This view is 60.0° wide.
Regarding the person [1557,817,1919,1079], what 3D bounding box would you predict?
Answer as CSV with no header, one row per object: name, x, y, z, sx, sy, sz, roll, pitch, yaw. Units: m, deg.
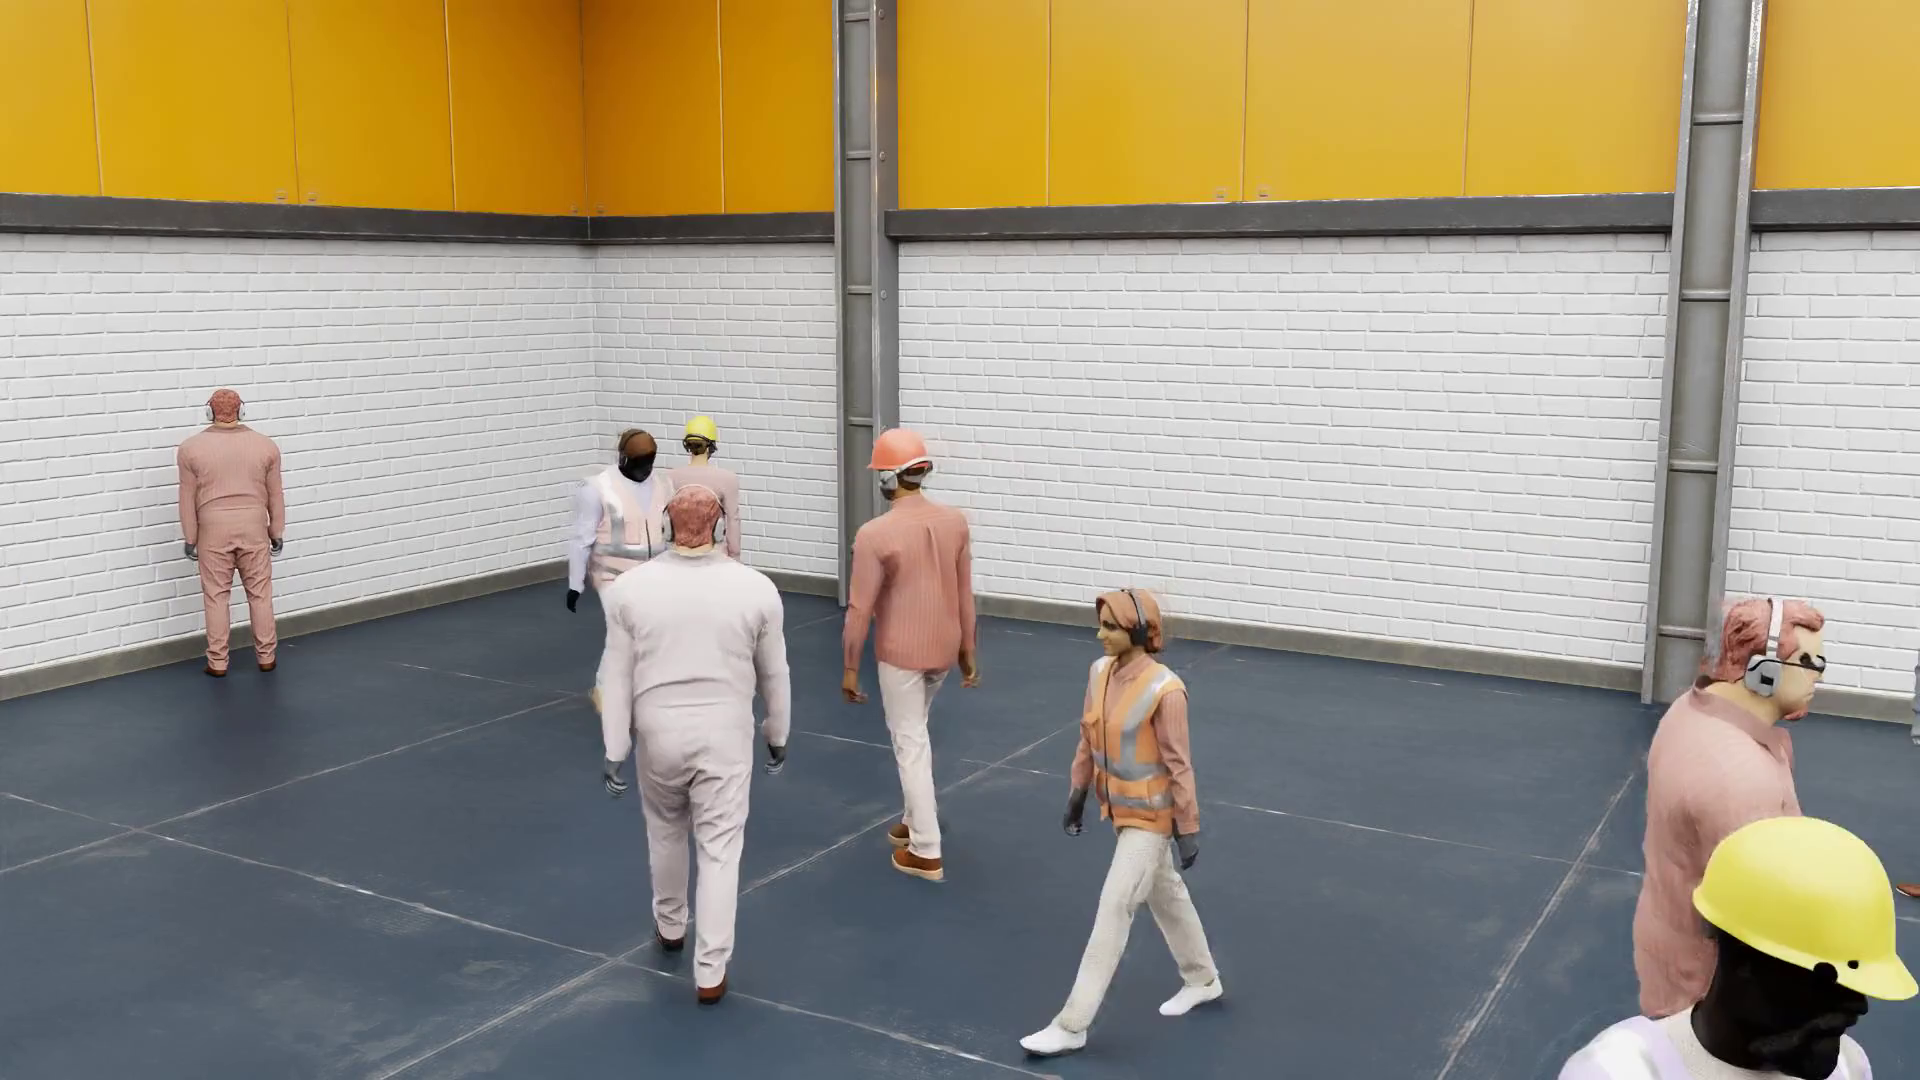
person,1.071,1.308,2.473,0.611,1.902,0.499,-4,10,-22

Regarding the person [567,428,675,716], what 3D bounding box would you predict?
person,-1.961,0.224,9.677,0.989,1.775,0.684,8,12,42

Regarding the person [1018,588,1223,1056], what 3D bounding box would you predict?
person,0.595,0.945,5.733,0.873,1.588,0.535,-4,10,-23

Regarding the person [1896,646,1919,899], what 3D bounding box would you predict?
person,4.190,0.729,7.006,0.492,1.618,0.309,-4,10,-25

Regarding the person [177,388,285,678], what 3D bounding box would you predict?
person,-4.799,-0.051,10.988,0.639,1.902,0.402,-6,11,-32

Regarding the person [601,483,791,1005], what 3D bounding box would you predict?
person,-0.978,0.714,6.267,0.681,1.868,0.895,-1,9,-6

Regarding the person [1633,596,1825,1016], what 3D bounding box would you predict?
person,1.863,1.061,4.087,0.441,1.889,0.669,3,10,20

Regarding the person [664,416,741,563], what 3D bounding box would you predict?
person,-1.627,0.095,10.520,0.522,1.758,0.349,2,9,11

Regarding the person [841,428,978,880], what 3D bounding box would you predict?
person,-0.269,0.488,7.379,0.649,1.967,0.699,-8,12,-42
